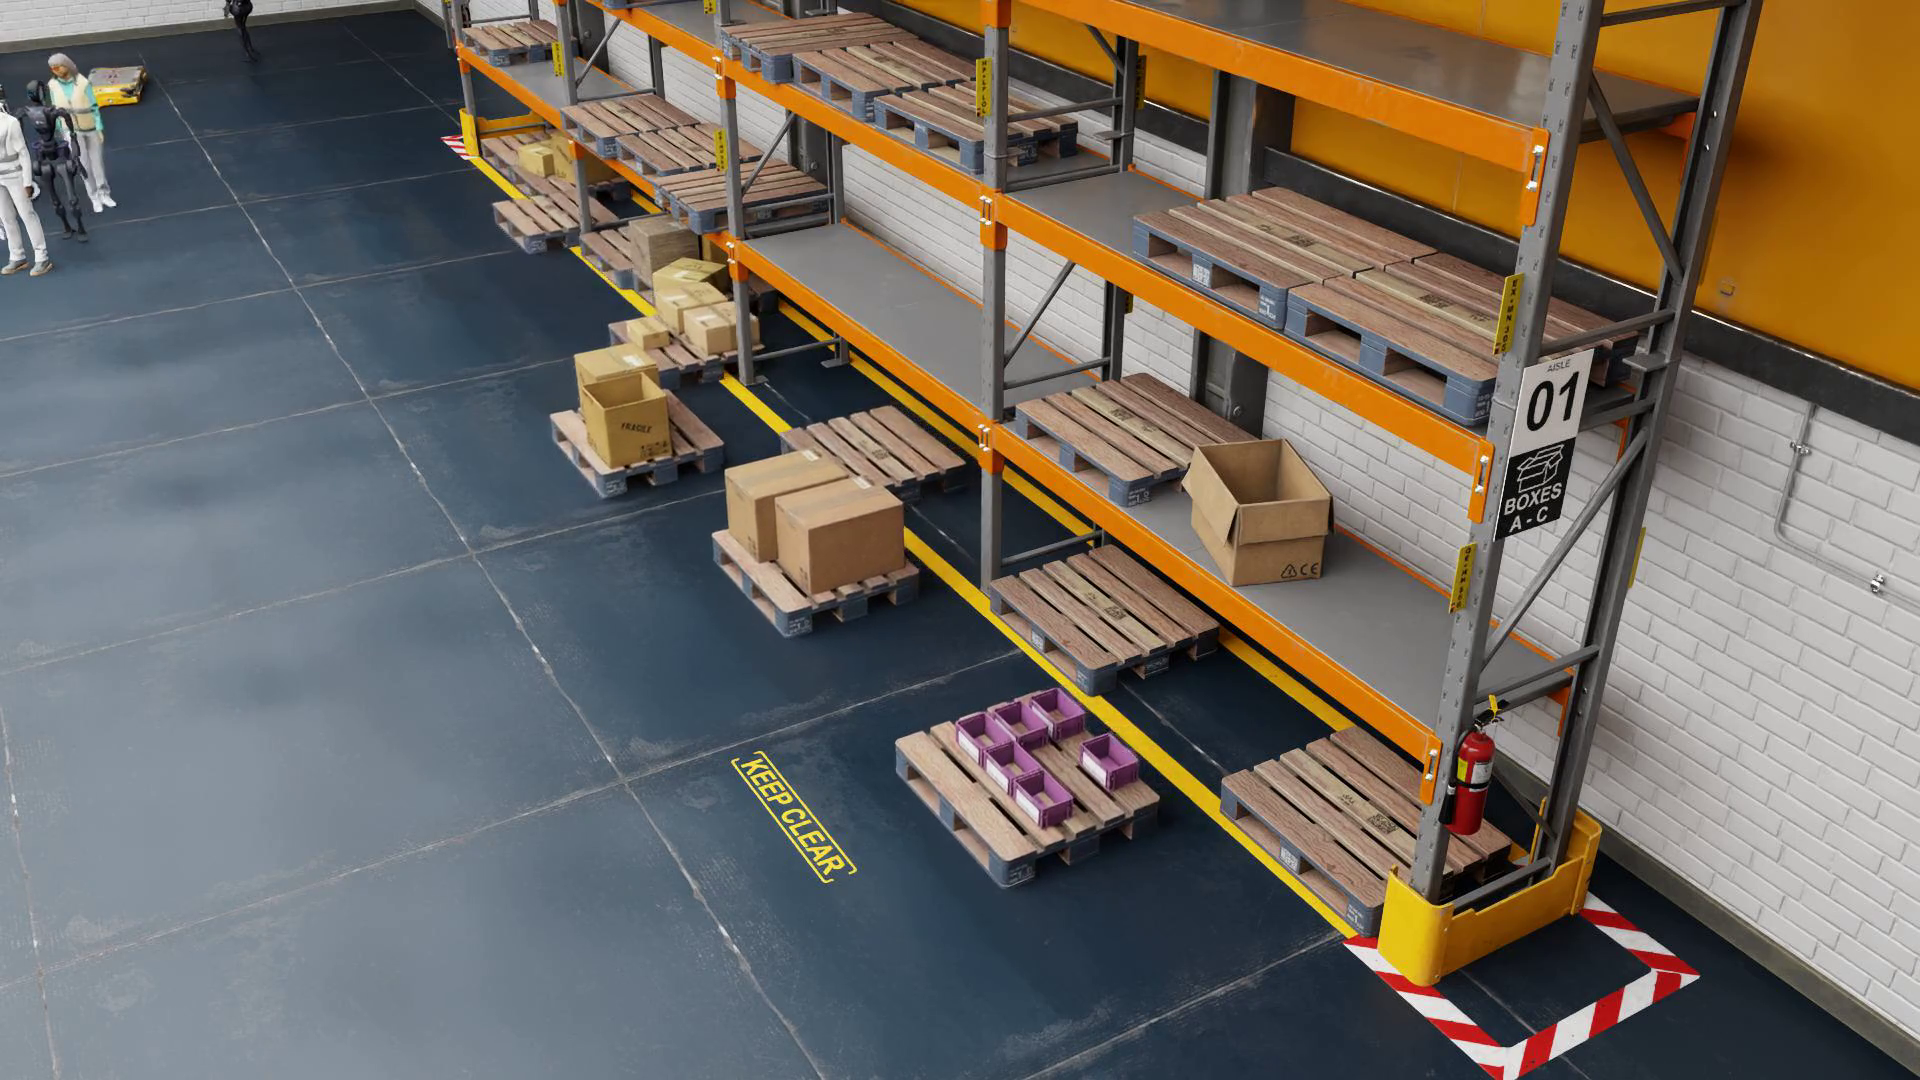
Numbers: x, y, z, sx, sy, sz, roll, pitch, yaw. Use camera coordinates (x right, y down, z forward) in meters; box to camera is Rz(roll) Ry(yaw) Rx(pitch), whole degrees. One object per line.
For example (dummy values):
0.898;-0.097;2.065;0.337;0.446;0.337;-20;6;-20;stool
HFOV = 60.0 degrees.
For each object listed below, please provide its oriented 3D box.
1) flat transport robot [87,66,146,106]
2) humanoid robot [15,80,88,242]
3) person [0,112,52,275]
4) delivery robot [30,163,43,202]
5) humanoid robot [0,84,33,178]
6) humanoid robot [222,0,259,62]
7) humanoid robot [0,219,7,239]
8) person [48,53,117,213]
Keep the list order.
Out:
-11.416;-6.136;22.464;0.659;0.231;1.431;-10;31;-16;flat transport robot
-9.325;-3.881;17.063;0.609;1.643;0.513;-8;30;-14;humanoid robot
-9.287;-3.506;16.181;0.573;1.887;0.355;5;30;8;person
-10.636;-3.999;18.396;0.793;0.590;0.499;-23;37;-34;delivery robot
-10.556;-4.571;18.229;0.868;1.783;0.531;21;36;32;humanoid robot
-10.355;-7.689;23.777;0.386;1.653;0.609;4;30;7;humanoid robot
-10.207;-4.035;17.311;0.574;1.782;0.906;-12;32;-20;humanoid robot
-9.433;-4.365;17.898;0.441;1.687;0.566;-15;33;-25;person
